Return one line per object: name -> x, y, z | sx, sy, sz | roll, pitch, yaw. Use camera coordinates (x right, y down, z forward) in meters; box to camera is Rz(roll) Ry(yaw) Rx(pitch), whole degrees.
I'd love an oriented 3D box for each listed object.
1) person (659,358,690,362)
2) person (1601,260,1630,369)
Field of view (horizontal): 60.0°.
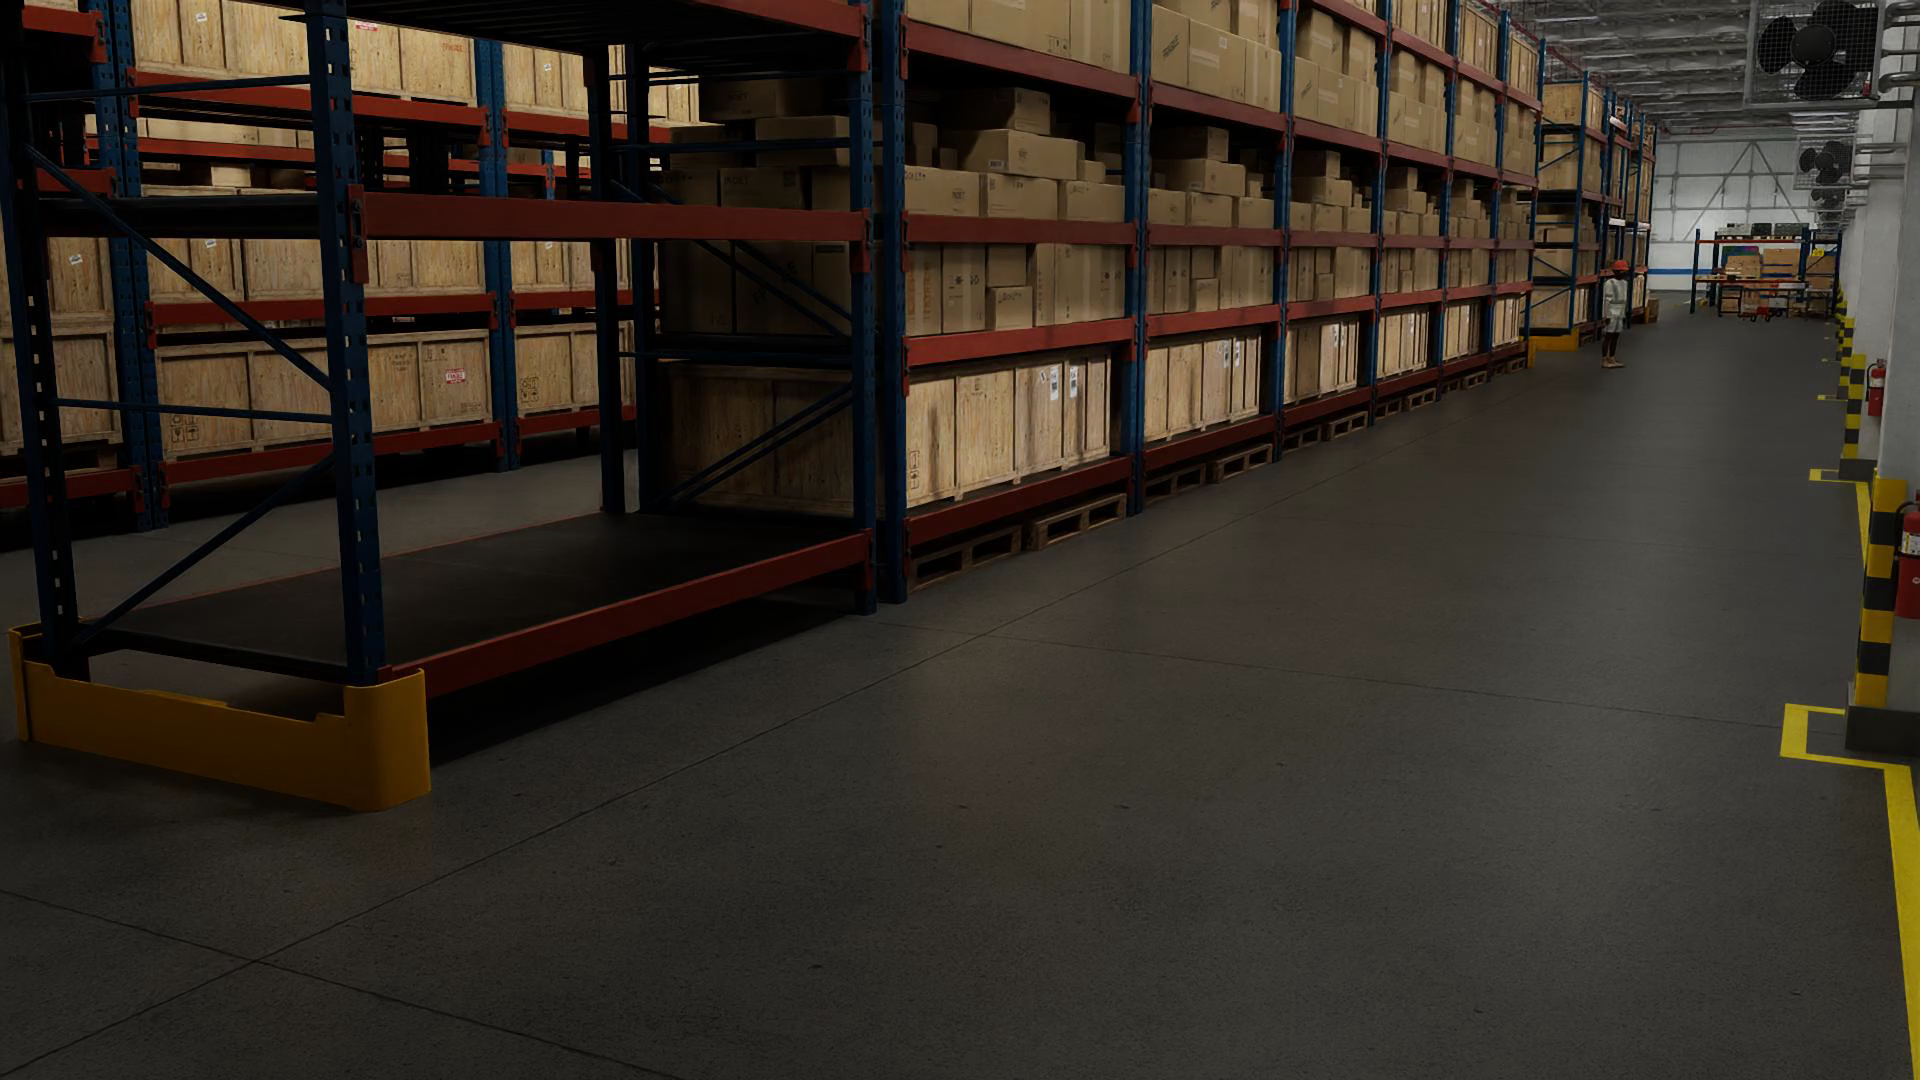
person -> -2.283, -1.058, 14.178 | 0.539, 1.597, 0.844 | 8, 13, 39
person -> 12.420, -4.264, 31.452 | 0.608, 2.045, 0.391 | -7, 12, -35
